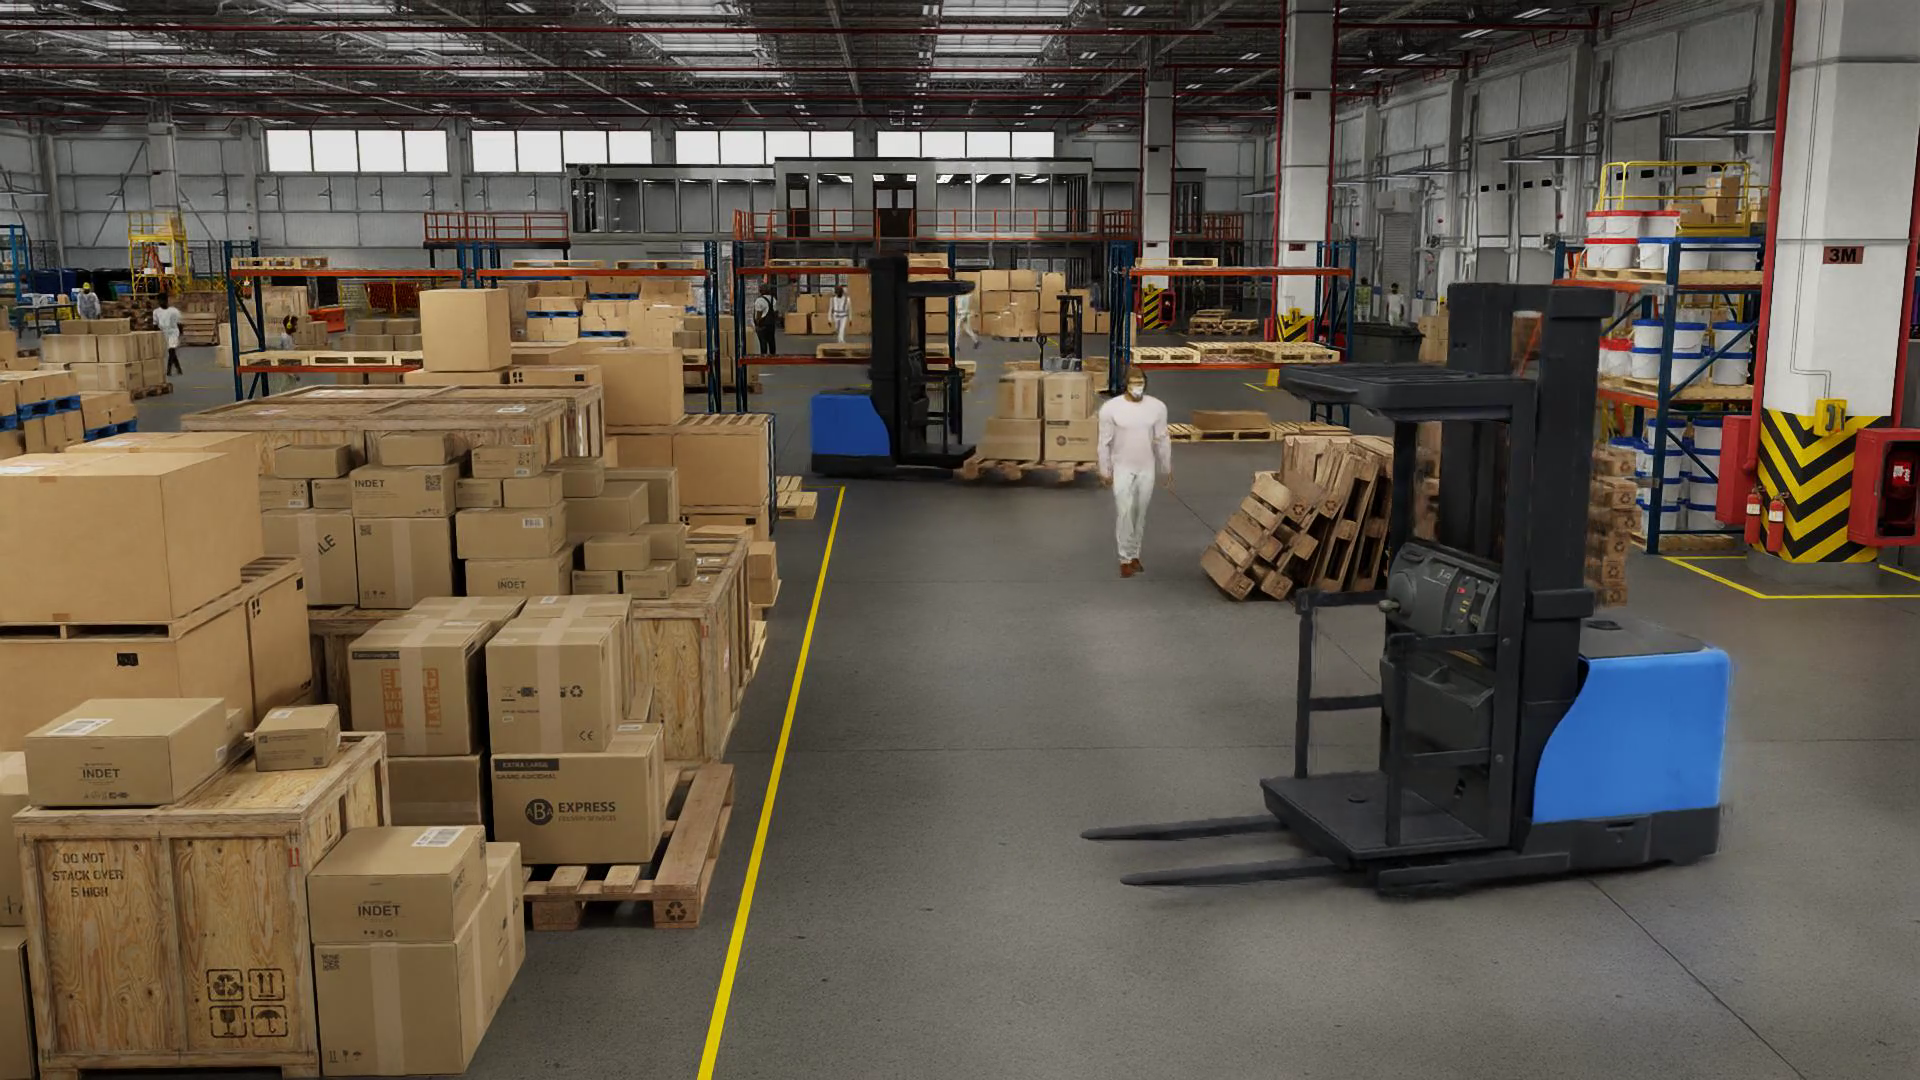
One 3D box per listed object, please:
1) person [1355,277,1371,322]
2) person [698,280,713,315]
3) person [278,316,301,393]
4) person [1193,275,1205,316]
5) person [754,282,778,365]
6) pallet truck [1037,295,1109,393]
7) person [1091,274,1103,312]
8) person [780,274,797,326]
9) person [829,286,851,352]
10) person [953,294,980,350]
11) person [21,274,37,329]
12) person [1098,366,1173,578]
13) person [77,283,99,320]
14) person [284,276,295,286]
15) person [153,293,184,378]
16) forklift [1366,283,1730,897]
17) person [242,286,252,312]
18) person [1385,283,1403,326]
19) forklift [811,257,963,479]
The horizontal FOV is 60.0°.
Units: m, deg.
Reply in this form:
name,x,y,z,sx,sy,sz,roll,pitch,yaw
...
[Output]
name,x,y,z,sx,sy,sz,roll,pitch,yaw
person,13.691,-7.995,56.413,0.634,1.841,0.429,6,12,30
person,-7.937,-7.267,52.311,0.582,1.860,0.734,-9,14,-42
person,-11.241,-2.823,27.689,0.854,1.830,0.536,-2,10,-9
person,9.275,-9.460,64.565,0.508,1.846,0.345,6,12,30
person,-4.833,-5.324,40.977,0.536,2.000,0.680,8,13,37
pallet truck,2.483,-3.881,33.060,1.885,1.965,0.823,-7,13,-36
person,4.804,-8.295,57.908,0.480,1.904,0.602,-1,10,-4
person,-5.864,-8.302,57.929,0.757,1.918,0.549,-4,11,-19
person,-3.276,-5.992,45.292,0.592,1.831,1.012,3,10,14
person,0.128,-6.266,46.551,0.846,1.925,0.604,-7,12,-35
person,-32.331,-8.254,57.637,0.515,1.922,0.551,1,10,5
person,1.605,-0.611,15.094,0.646,1.913,0.779,-2,10,-12
person,-26.345,-6.863,50.241,0.612,1.784,0.948,-3,11,-17
person,-28.010,-10.290,69.497,0.484,1.737,0.309,-10,14,-43
person,-17.861,-4.638,37.590,0.610,1.903,1.067,0,10,1
forklift,2.700,0.151,8.137,1.873,2.768,1.129,-2,10,-13
person,-18.357,-5.599,42.909,0.539,1.903,0.636,3,11,16
person,12.747,-6.608,48.751,0.535,1.832,0.953,4,11,23
forklift,-0.919,-2.245,21.487,1.873,2.768,1.129,2,10,11
